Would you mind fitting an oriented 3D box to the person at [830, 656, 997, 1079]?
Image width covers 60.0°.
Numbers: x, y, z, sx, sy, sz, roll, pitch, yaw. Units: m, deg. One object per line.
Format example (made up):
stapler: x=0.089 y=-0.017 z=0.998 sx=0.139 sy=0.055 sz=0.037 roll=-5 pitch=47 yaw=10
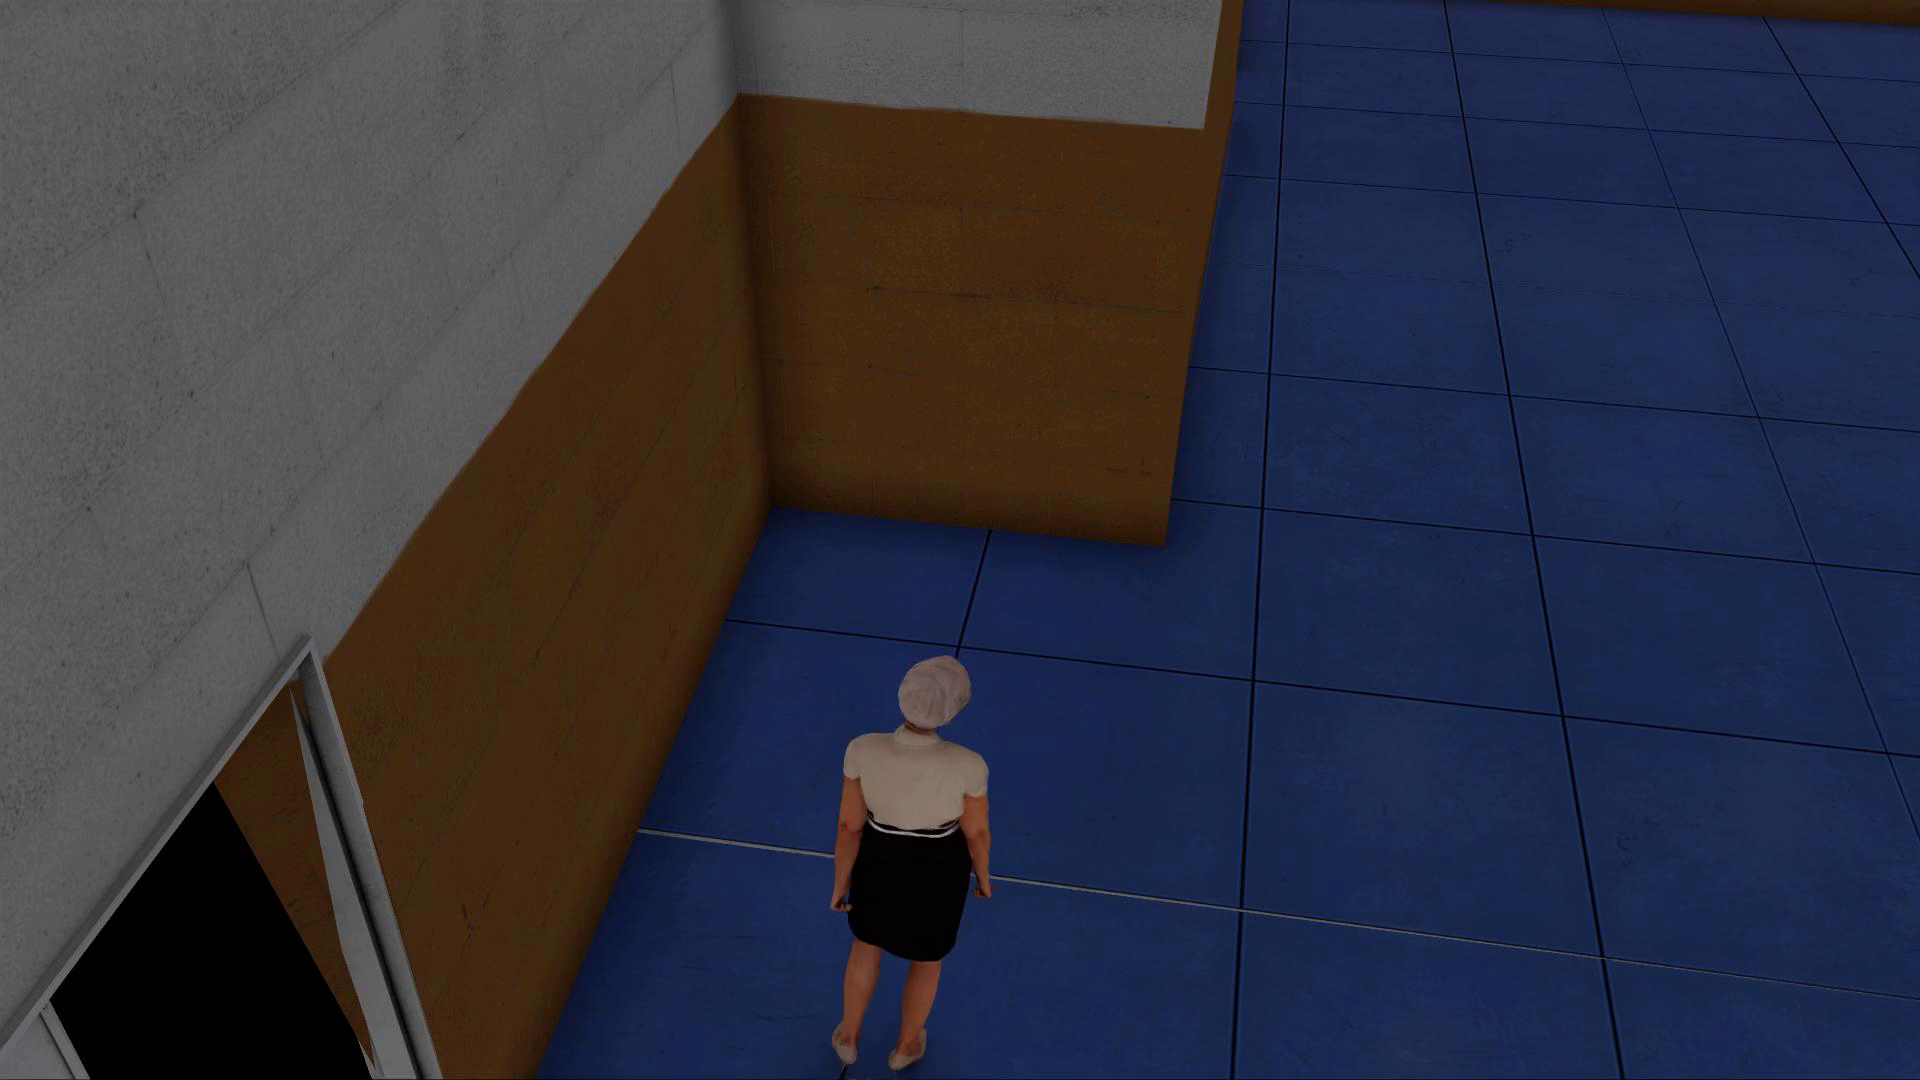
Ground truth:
person: x=-0.198 y=1.129 z=5.313 sx=0.547 sy=1.721 sz=0.746 roll=-3 pitch=37 yaw=-4
